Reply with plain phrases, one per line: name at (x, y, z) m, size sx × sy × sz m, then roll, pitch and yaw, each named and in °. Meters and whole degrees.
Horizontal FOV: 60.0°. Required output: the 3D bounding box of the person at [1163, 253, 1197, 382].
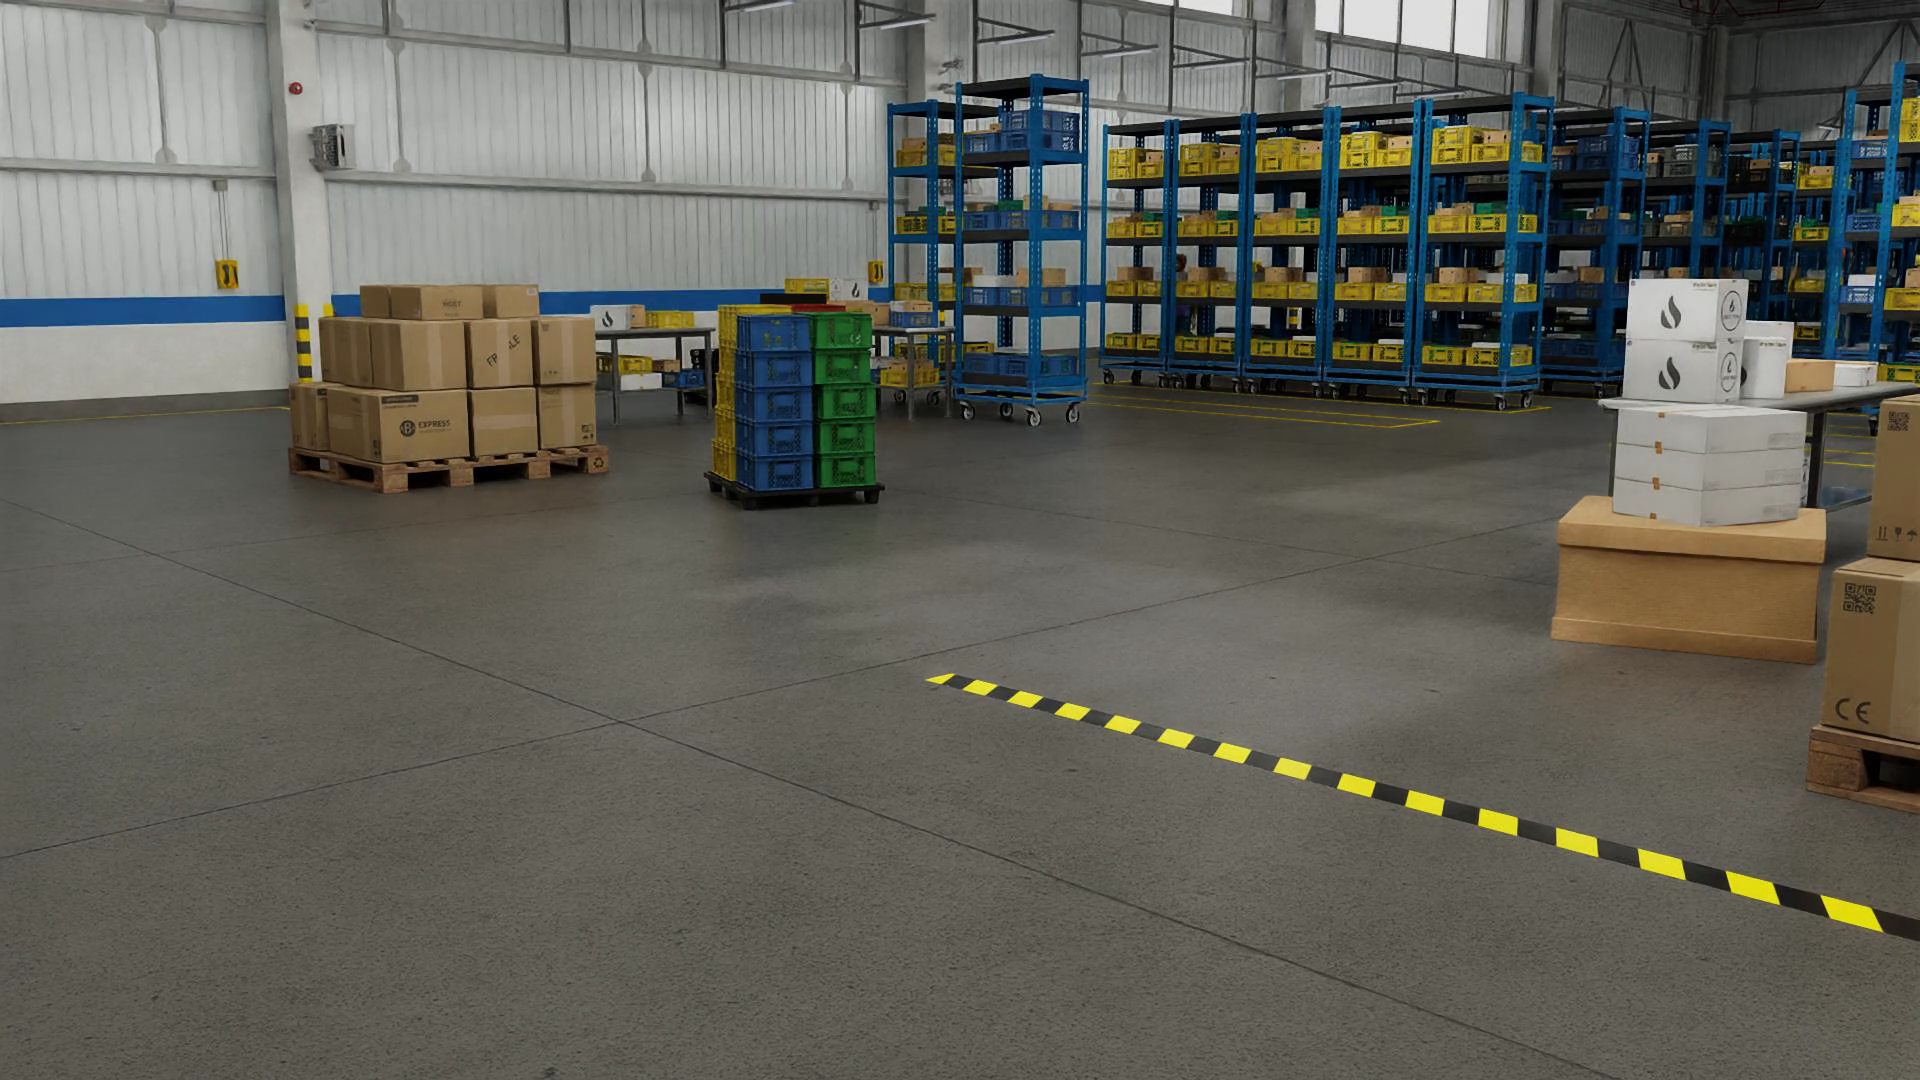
person at (3.184, -3.208, 24.025) m, size 0.565 × 1.841 × 0.396 m, roll 7°, pitch 12°, yaw 37°

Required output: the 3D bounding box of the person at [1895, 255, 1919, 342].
person at (13.698, -3.212, 24.057) m, size 0.403 × 1.837 × 0.588 m, roll 5°, pitch 11°, yaw 28°

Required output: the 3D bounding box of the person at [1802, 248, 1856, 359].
person at (14.451, -3.837, 27.469) m, size 0.934 × 1.965 × 0.622 m, roll 7°, pitch 12°, yaw 36°
